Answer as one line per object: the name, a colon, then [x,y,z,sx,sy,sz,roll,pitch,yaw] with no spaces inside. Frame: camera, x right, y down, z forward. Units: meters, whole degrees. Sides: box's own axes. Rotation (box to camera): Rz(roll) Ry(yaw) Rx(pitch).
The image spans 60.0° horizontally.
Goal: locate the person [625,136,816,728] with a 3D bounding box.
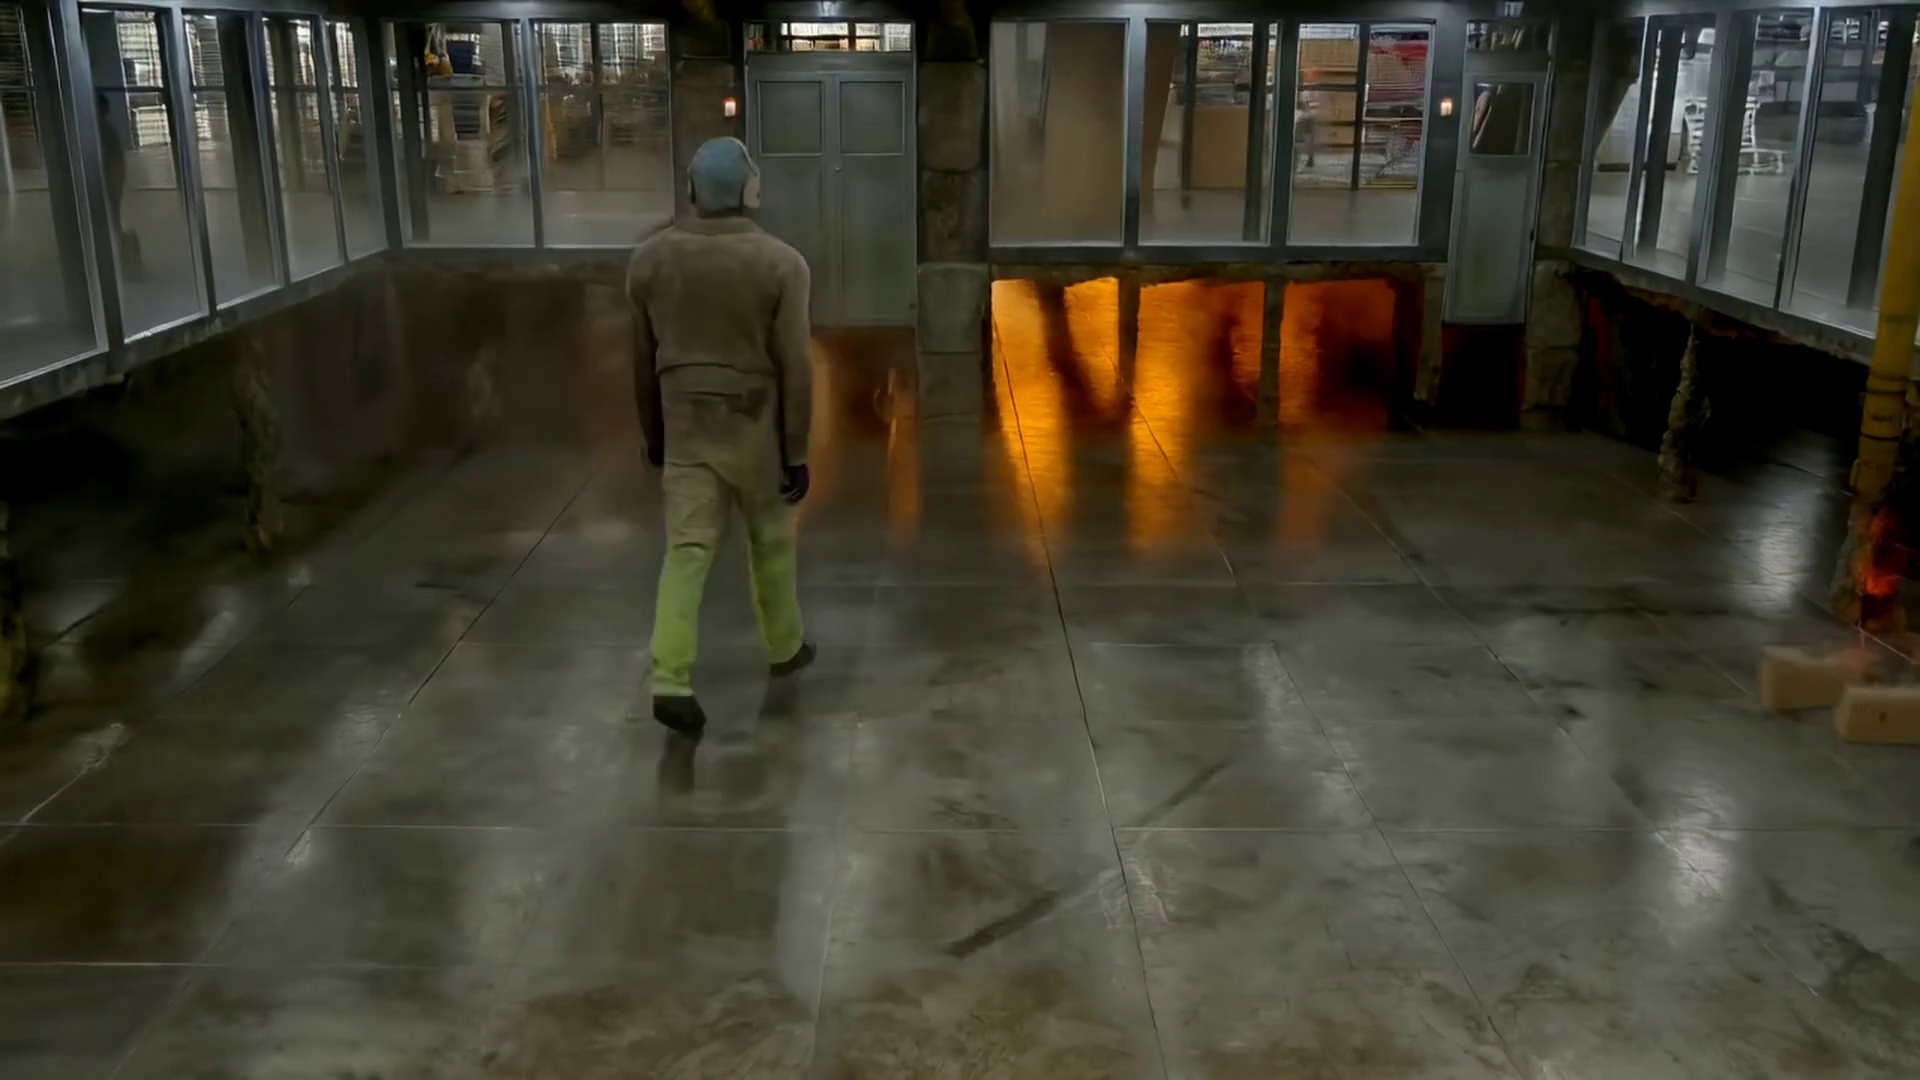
person: [-0.768,-0.342,5.352,0.653,1.866,0.978,5,17,16]
